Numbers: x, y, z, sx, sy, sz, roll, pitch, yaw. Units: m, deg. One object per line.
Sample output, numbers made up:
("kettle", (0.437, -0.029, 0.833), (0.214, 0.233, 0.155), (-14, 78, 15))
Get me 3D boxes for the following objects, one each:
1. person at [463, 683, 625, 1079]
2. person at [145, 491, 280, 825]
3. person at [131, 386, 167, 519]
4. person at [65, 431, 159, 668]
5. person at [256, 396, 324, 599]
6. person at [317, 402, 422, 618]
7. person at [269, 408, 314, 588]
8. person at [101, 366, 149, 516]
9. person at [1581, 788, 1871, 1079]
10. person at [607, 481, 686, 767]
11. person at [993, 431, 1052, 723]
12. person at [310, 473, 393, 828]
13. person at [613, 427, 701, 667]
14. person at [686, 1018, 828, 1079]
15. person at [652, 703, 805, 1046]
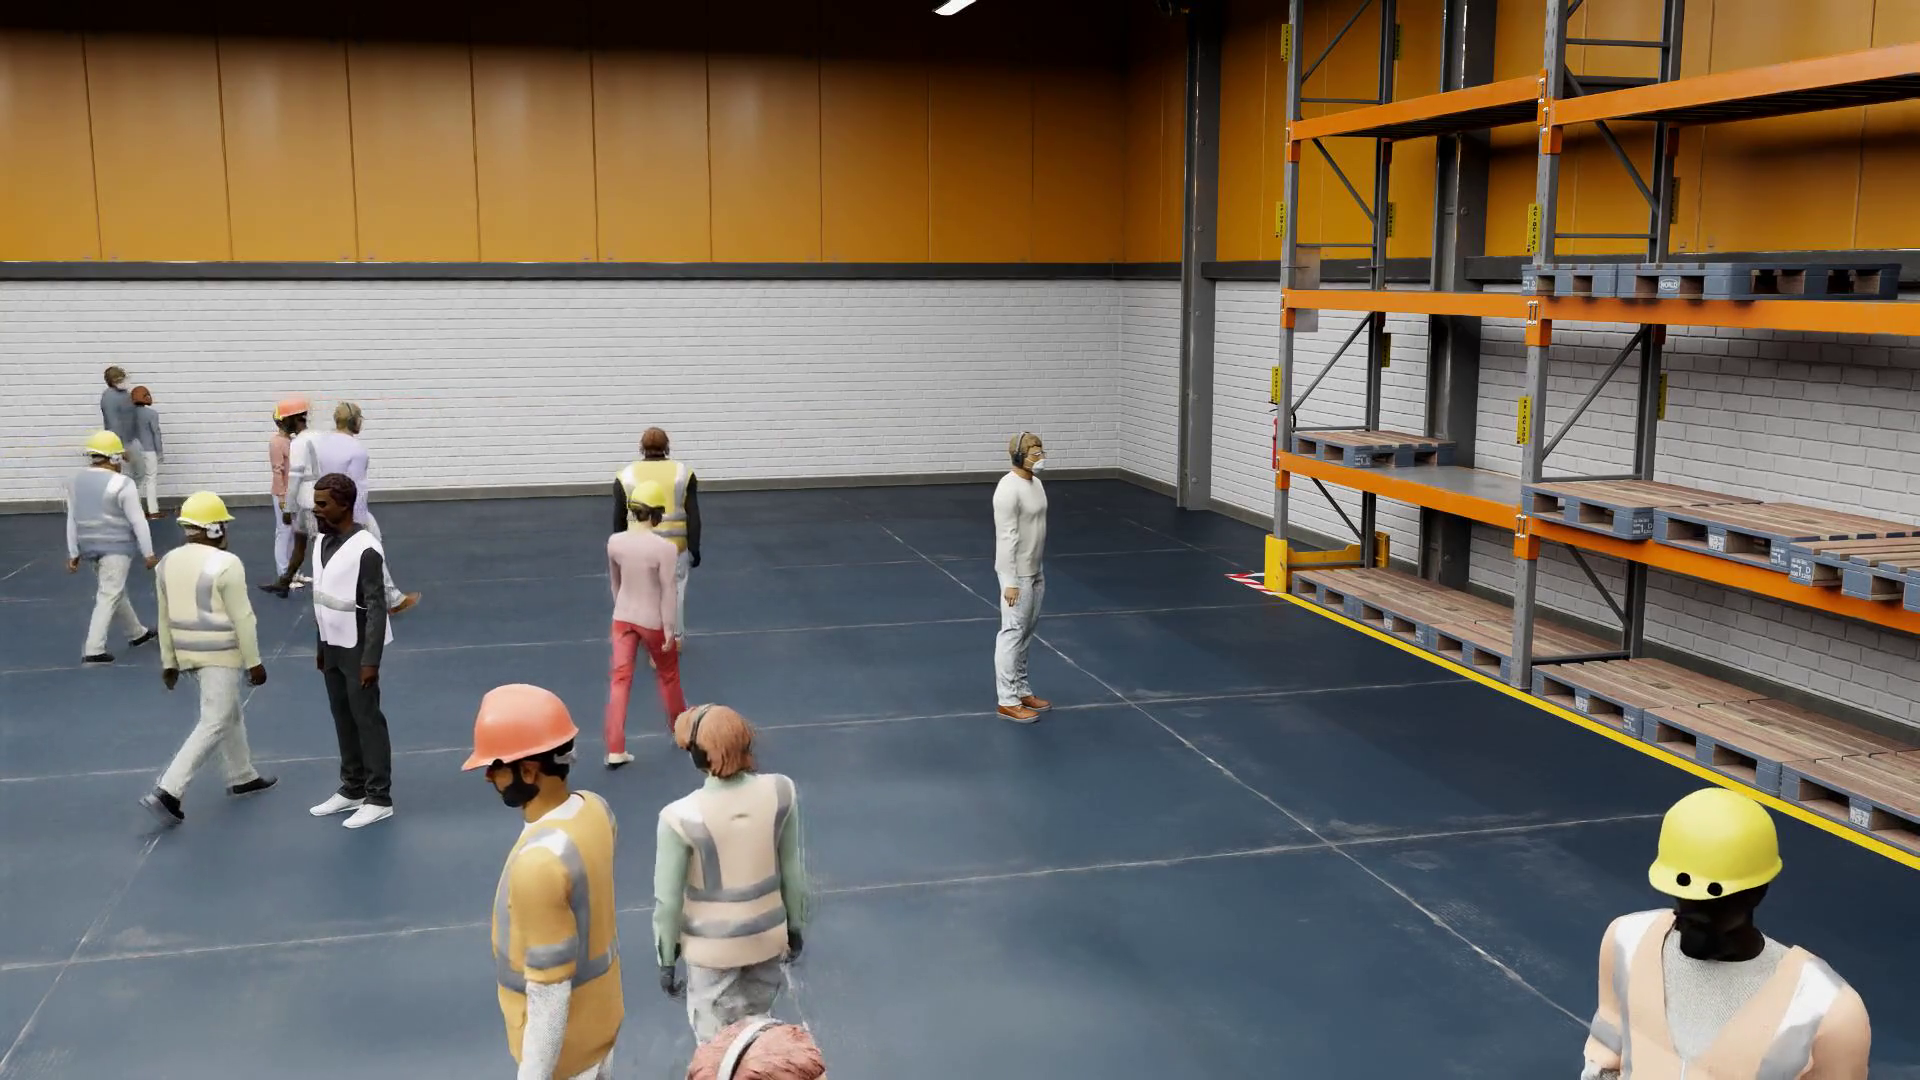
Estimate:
("person", (-1.093, 1.320, 4.427), (0.376, 1.930, 0.542), (0, 9, 2))
("person", (-4.165, 0.633, 9.143), (0.585, 1.801, 0.858), (5, 10, 29))
("person", (-9.947, -1.065, 20.271), (0.499, 1.629, 0.273), (2, 9, 13))
("person", (-6.522, 0.049, 12.826), (0.618, 1.779, 0.945), (3, 10, 17))
("person", (-5.976, -0.353, 15.006), (0.978, 1.882, 0.565), (-1, 9, -4))
("person", (-5.090, -0.224, 14.156), (0.656, 1.896, 0.957), (6, 11, 34))
("person", (-6.388, -0.428, 15.869), (0.315, 1.762, 0.533), (-1, 9, -4))
("person", (-10.035, -1.146, 19.951), (0.415, 1.894, 0.733), (0, 9, -3))
("person", (1.589, 1.458, 3.579), (0.386, 1.922, 0.594), (-7, 12, -38))
("person", (-1.925, 0.493, 10.240), (0.538, 1.719, 0.895), (3, 10, 21))
("person", (0.420, 0.238, 11.152), (0.357, 1.938, 0.637), (3, 10, 20))
("person", (-3.313, 0.586, 9.045), (0.593, 1.919, 0.388), (8, 12, 40))
("person", (-2.337, 0.028, 12.859), (0.660, 1.807, 0.872), (-2, 9, -10))
("person", (-0.348, 1.630, 2.654), (0.812, 1.878, 0.652), (4, 10, 25))
("person", (-0.746, 1.316, 5.391), (0.531, 1.619, 0.368), (-7, 11, -36))
